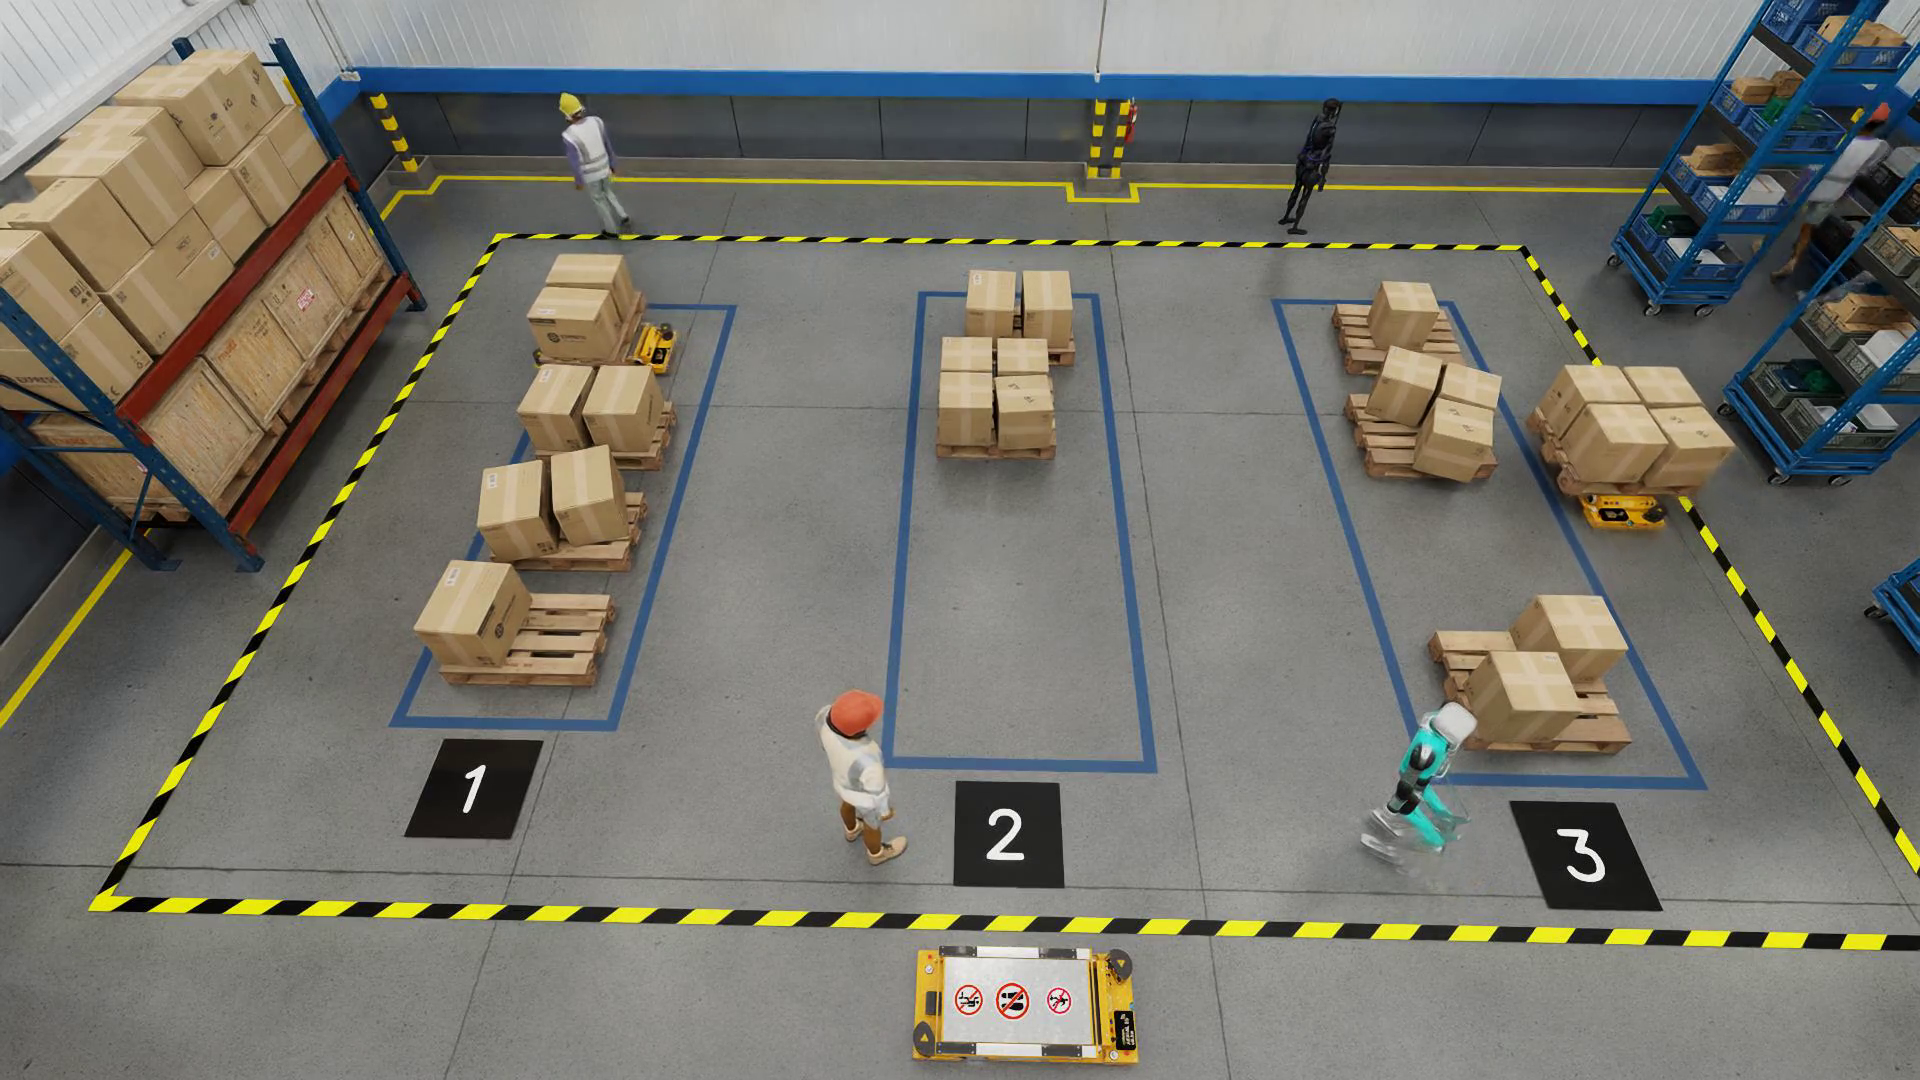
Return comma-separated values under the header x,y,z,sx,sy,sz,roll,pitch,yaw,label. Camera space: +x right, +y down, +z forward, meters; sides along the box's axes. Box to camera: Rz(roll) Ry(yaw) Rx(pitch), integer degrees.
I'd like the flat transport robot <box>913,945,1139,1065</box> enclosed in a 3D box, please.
x,y,z,sx,sy,sz,roll,pitch,yaw,label
0.422,3.041,6.007,1.431,0.231,0.659,1,51,1,flat transport robot

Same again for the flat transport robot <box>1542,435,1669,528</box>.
x,y,z,sx,sy,sz,roll,pitch,yaw,label
6.331,-0.726,9.060,0.652,0.197,1.431,1,51,1,flat transport robot

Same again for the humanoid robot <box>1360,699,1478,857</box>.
x,y,z,sx,sy,sz,roll,pitch,yaw,label
3.164,1.700,6.065,0.735,1.677,0.533,35,59,25,humanoid robot

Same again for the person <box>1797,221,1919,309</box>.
x,y,z,sx,sy,sz,roll,pitch,yaw,label
10.264,-3.078,10.086,0.520,1.674,0.984,-20,53,-15,person

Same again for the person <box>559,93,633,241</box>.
x,y,z,sx,sy,sz,roll,pitch,yaw,label
-4.474,-4.507,11.157,0.424,1.819,0.591,23,55,18,person

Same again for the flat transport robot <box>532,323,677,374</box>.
x,y,z,sx,sy,sz,roll,pitch,yaw,label
-3.958,-2.156,10.225,1.431,0.197,0.652,1,51,1,flat transport robot

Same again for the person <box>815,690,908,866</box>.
x,y,z,sx,sy,sz,roll,pitch,yaw,label
-0.643,1.571,6.062,0.395,2.043,0.607,-34,58,-24,person

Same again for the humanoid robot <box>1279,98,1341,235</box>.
x,y,z,sx,sy,sz,roll,pitch,yaw,label
4.352,-4.632,11.346,0.315,1.653,0.599,-8,51,-6,humanoid robot

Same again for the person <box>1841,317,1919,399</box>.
x,y,z,sx,sy,sz,roll,pitch,yaw,label
9.350,-1.991,9.108,0.419,1.821,0.601,-16,53,-13,person

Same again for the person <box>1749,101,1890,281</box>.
x,y,z,sx,sy,sz,roll,pitch,yaw,label
10.022,-4.027,10.649,0.610,2.011,0.915,18,53,14,person
